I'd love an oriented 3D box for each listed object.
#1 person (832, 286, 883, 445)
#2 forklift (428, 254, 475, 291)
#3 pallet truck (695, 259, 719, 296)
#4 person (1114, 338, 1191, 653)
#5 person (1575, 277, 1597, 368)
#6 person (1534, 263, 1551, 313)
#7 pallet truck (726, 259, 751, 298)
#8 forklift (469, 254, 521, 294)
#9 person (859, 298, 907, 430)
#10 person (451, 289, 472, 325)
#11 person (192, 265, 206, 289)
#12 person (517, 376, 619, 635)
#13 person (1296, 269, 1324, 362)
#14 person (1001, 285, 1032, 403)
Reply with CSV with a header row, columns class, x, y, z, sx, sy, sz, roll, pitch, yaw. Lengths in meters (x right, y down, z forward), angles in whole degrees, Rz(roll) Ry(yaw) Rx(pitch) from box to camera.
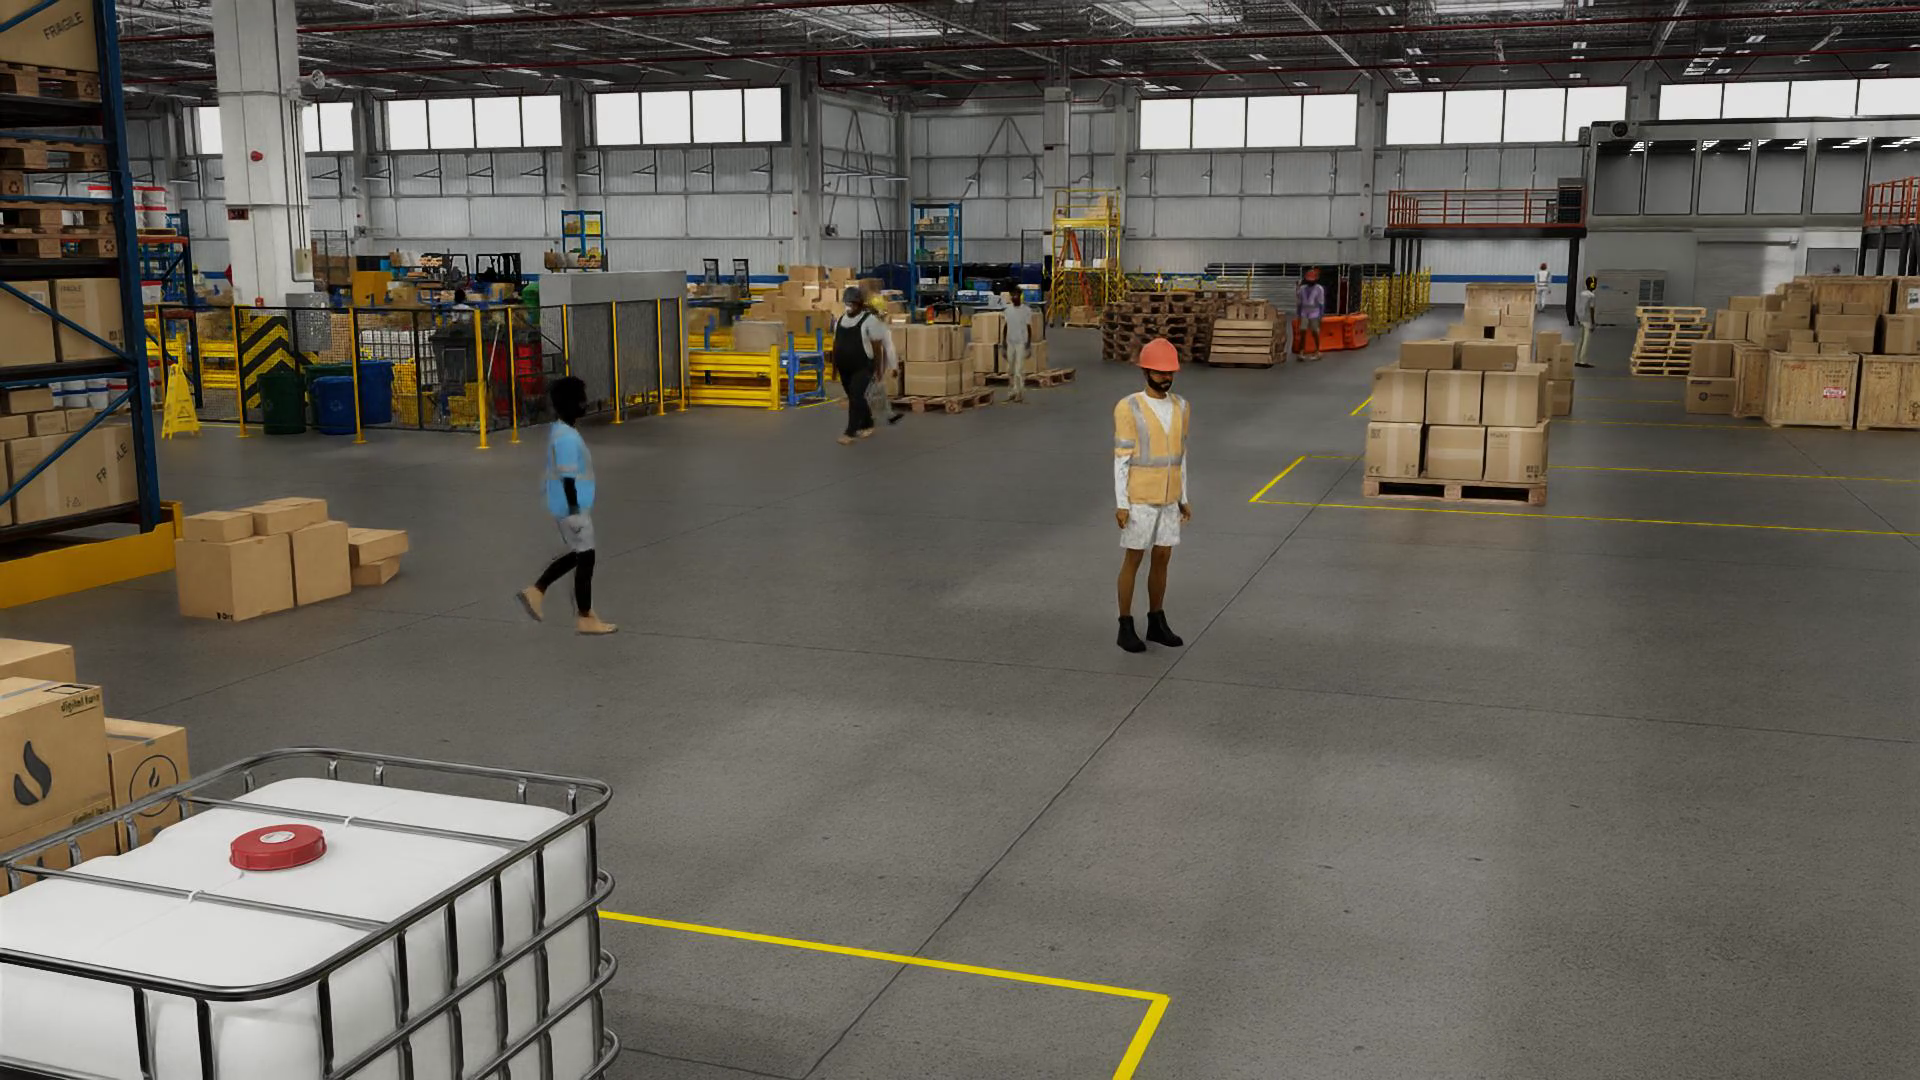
class,x,y,z,sx,sy,sz,roll,pitch,yaw
person,-1.299,-2.269,21.214,0.692,2.000,0.994,7,12,35
forklift,-20.133,-10.254,65.465,1.157,1.987,2.680,3,11,19
pallet truck,-9.165,-9.627,62.776,0.823,1.965,1.885,4,11,23
person,1.208,-0.273,10.267,0.551,1.935,0.375,-6,12,-30
person,12.834,-4.451,34.030,0.328,1.861,0.501,-2,10,-11
person,21.280,-9.196,60.773,0.579,1.859,0.872,4,11,19
pallet truck,-7.986,-9.493,62.019,0.823,1.965,1.885,3,11,17
forklift,-17.990,-10.121,64.684,1.157,1.987,2.680,3,11,17
person,-1.082,-2.409,22.731,0.954,1.775,0.615,-8,13,-38
person,-9.300,-3.836,31.034,0.361,1.682,0.548,4,11,21
person,-27.331,-8.939,59.514,0.623,1.777,0.957,-3,11,-17
person,-2.528,-0.211,10.634,0.547,1.680,0.547,-3,11,-18
person,7.505,-4.796,35.638,0.660,1.984,1.072,6,12,30
person,0.896,-3.116,26.481,0.524,1.868,0.319,5,11,28
